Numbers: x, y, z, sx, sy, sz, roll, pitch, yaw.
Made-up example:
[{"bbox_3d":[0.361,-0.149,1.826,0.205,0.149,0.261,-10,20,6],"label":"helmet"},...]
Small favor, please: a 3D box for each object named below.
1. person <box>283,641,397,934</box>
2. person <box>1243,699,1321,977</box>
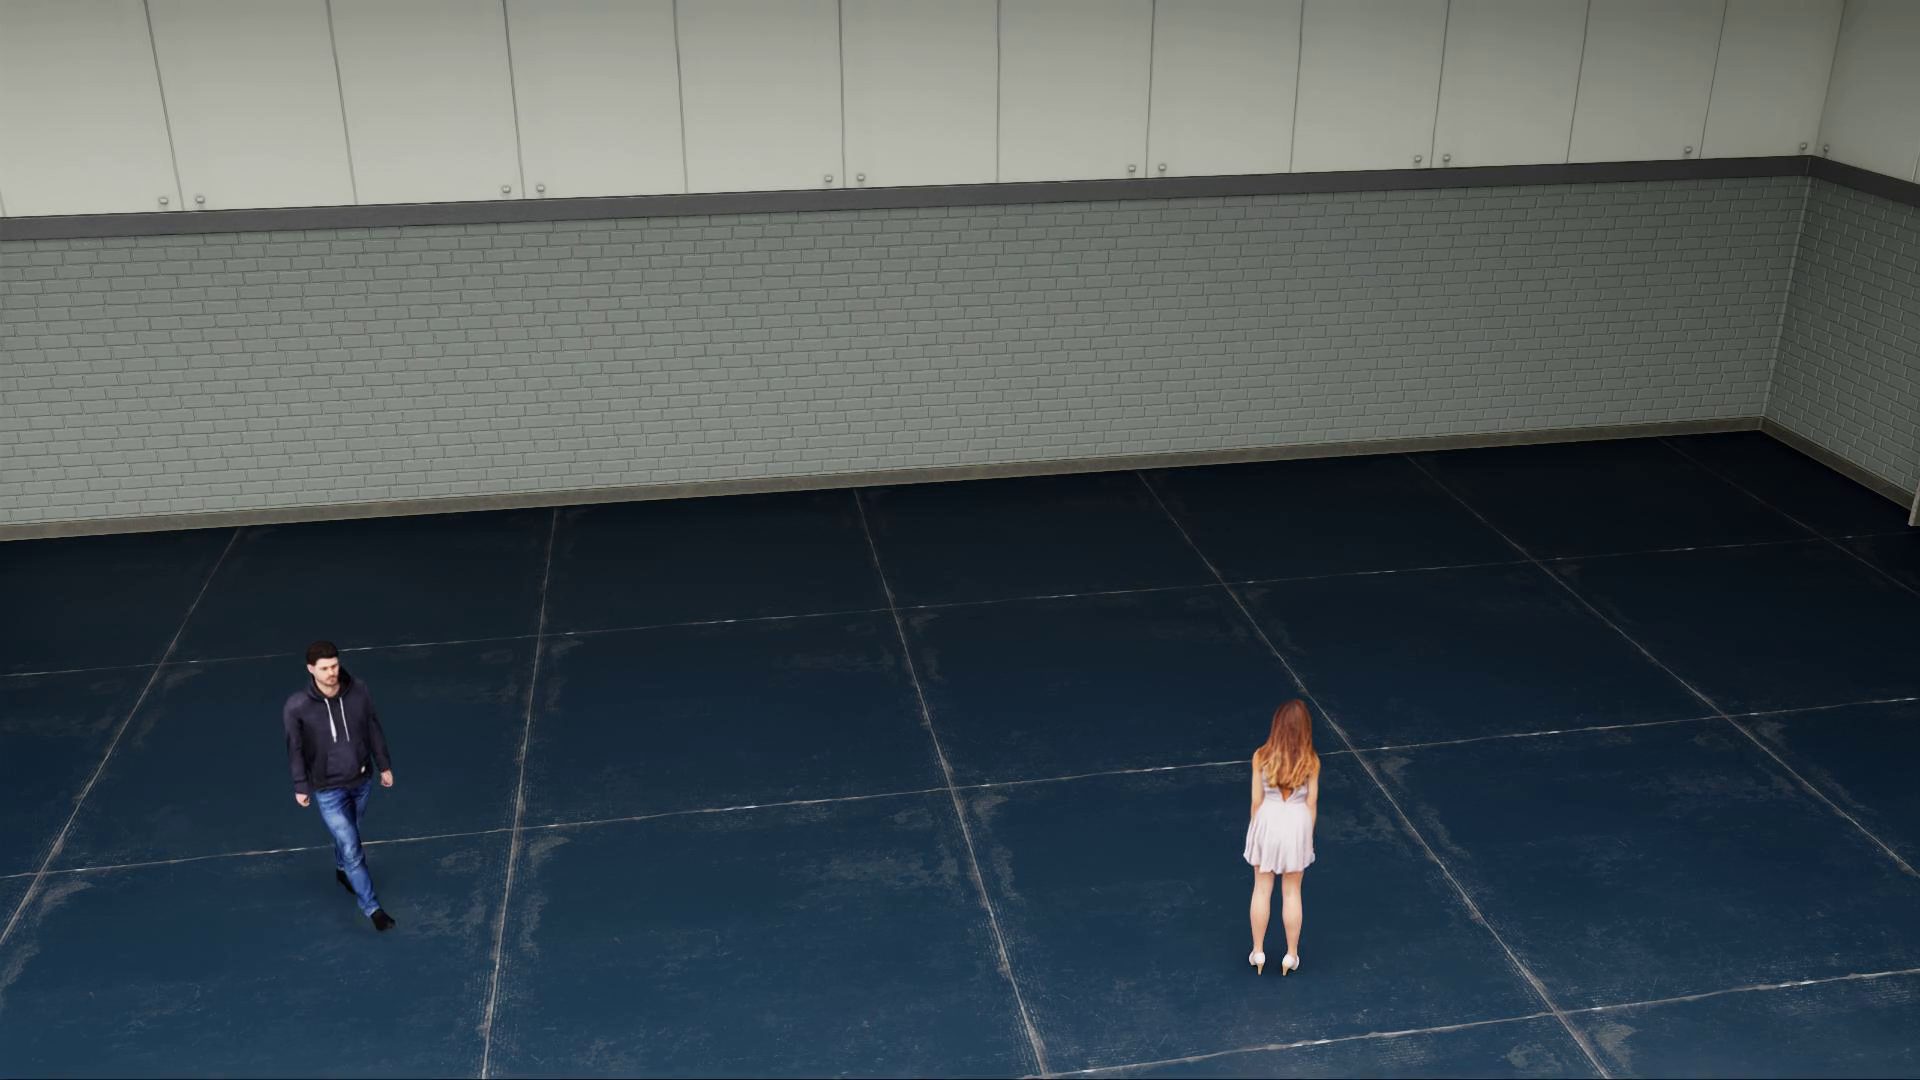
[{"bbox_3d":[-3.795,1.437,10.139,1.087,1.836,1.262,-20,30,-39],"label":"person"},{"bbox_3d":[1.844,1.720,9.559,0.658,1.768,0.692,6,24,13],"label":"person"}]
